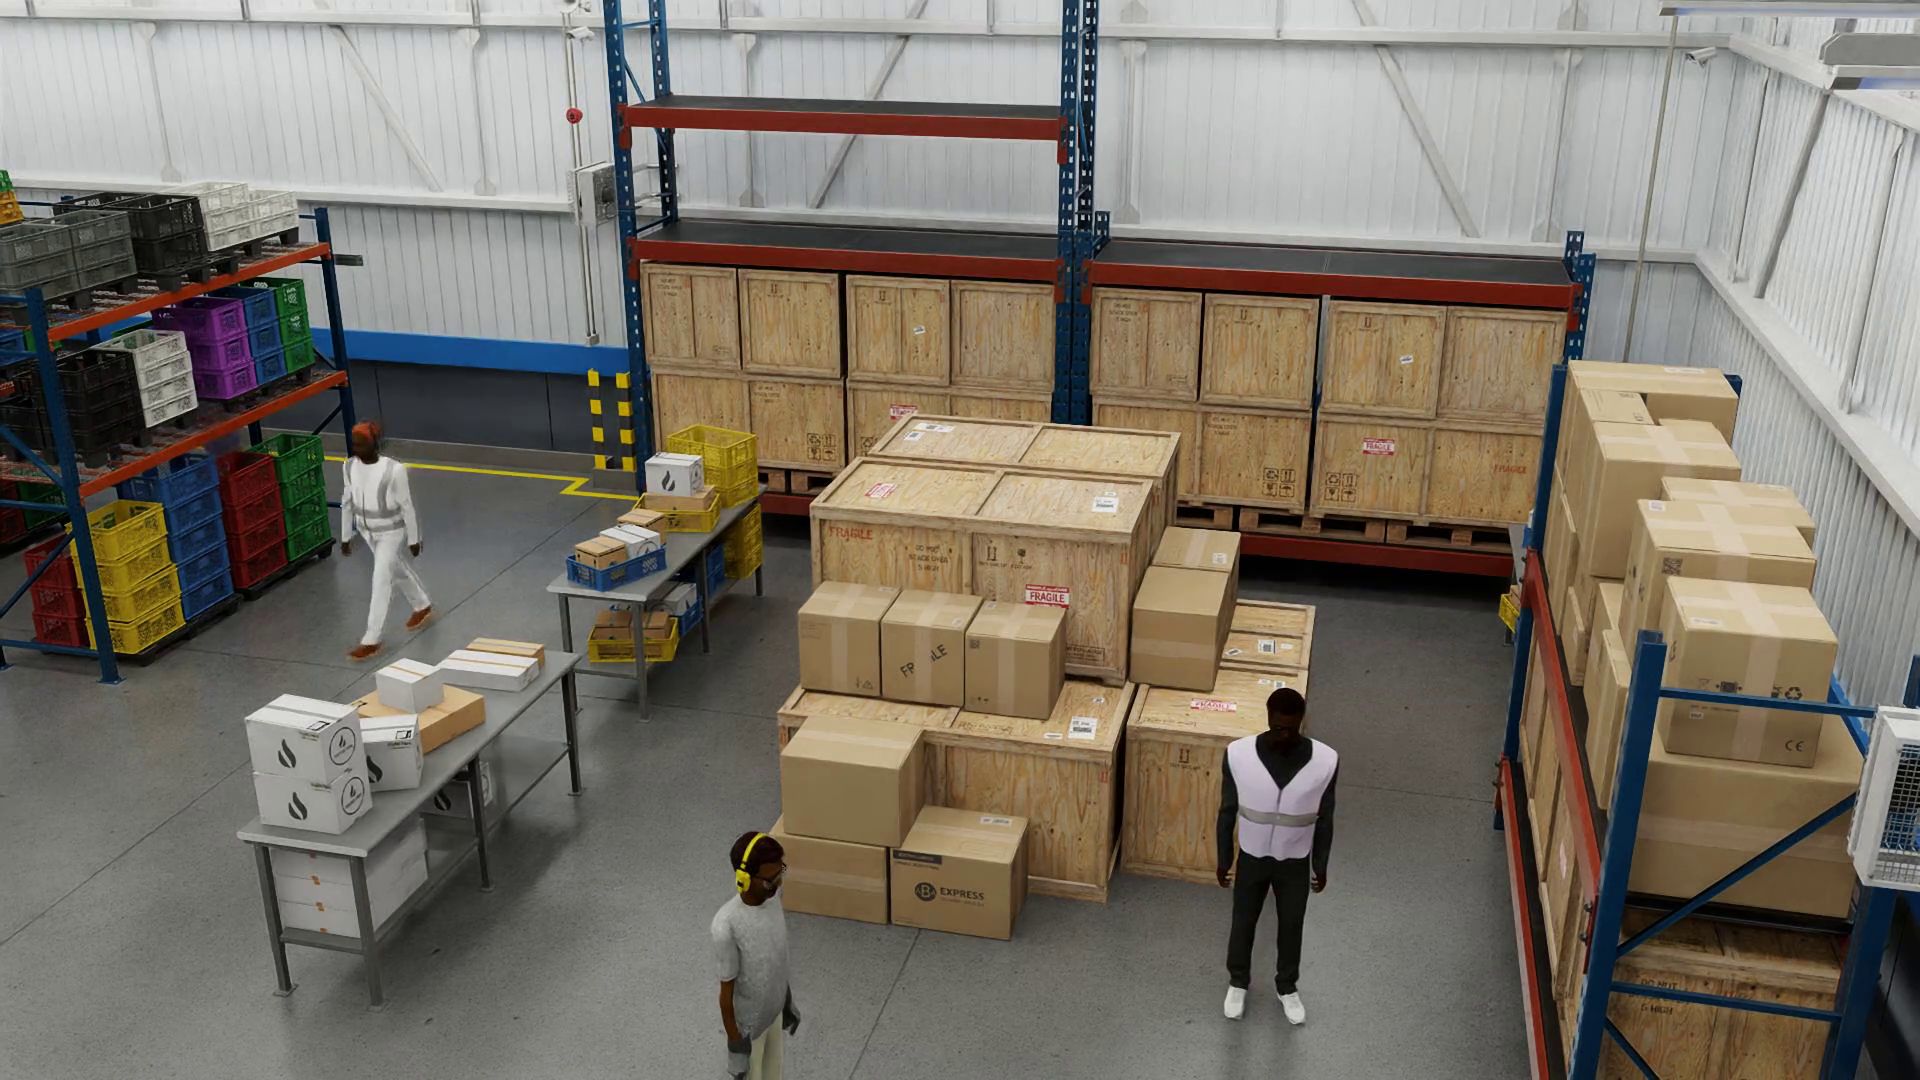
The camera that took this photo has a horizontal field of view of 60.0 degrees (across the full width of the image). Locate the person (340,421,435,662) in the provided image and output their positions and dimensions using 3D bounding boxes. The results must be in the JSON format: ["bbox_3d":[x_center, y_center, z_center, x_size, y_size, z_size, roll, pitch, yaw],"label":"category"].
[{"bbox_3d":[-4.523,-0.051,12.986,0.586,1.834,1.007,10,23,24],"label":"person"}]

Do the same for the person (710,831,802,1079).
[{"bbox_3d":[-0.866,2.108,7.278,0.328,1.865,0.508,8,22,21],"label":"person"}]

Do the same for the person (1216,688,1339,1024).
[{"bbox_3d":[1.607,1.603,8.535,0.586,1.912,0.383,3,21,7],"label":"person"}]

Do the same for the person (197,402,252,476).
[{"bbox_3d":[-6.536,-0.831,14.879,0.585,1.924,0.694,1,21,2],"label":"person"}]
